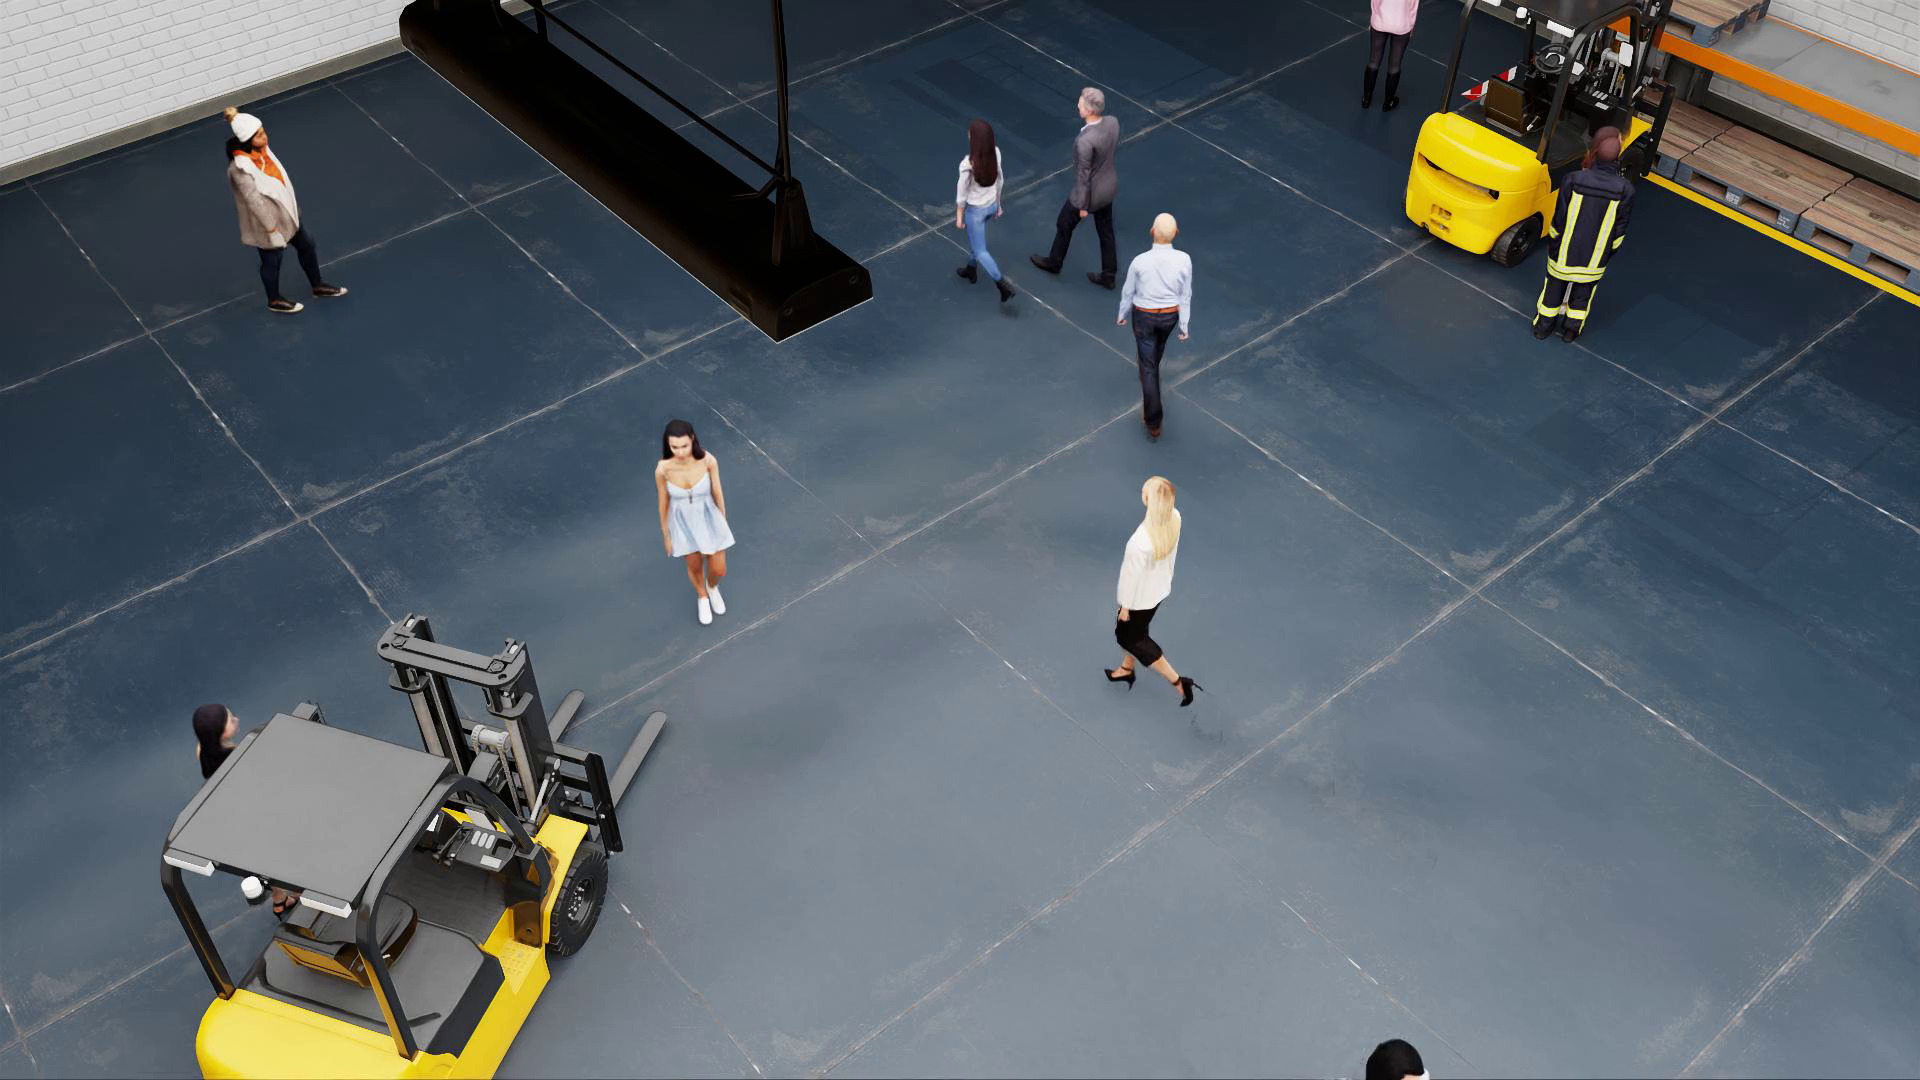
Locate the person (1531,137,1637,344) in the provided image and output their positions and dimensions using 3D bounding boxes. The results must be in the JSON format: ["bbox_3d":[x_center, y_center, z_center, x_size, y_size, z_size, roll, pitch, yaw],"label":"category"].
[{"bbox_3d":[4.966,-2.391,13.243,0.803,1.823,0.919,14,45,14],"label":"person"}]

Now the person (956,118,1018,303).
[{"bbox_3d":[0.221,-2.680,13.704,0.632,1.606,1.005,-33,53,-30],"label":"person"}]

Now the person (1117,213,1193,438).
[{"bbox_3d":[1.469,-1.567,12.440,1.089,1.736,1.285,-5,44,-5],"label":"person"}]

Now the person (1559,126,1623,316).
[{"bbox_3d":[5.108,-2.613,13.575,0.748,1.686,0.656,-4,44,-4],"label":"person"}]

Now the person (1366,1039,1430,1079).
[{"bbox_3d":[1.930,2.802,7.894,0.669,1.682,0.968,-25,49,-24],"label":"person"}]

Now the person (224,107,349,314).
[{"bbox_3d":[-5.699,-2.655,13.484,1.047,1.873,0.990,2,44,2],"label":"person"}]

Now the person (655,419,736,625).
[{"bbox_3d":[-1.761,-0.167,10.984,0.708,1.719,0.727,-11,45,-11],"label":"person"}]

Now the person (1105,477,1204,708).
[{"bbox_3d":[1.208,0.384,10.316,1.010,1.842,0.750,29,51,27],"label":"person"}]

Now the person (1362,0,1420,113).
[{"bbox_3d":[4.154,-4.951,16.029,0.614,1.687,0.737,18,47,18],"label":"person"}]

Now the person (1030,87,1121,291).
[{"bbox_3d":[1.160,-2.849,13.732,1.087,1.810,0.884,29,51,27],"label":"person"}]

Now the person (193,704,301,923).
[{"bbox_3d":[-3.863,1.535,9.157,0.758,1.774,0.845,16,46,16],"label":"person"}]
